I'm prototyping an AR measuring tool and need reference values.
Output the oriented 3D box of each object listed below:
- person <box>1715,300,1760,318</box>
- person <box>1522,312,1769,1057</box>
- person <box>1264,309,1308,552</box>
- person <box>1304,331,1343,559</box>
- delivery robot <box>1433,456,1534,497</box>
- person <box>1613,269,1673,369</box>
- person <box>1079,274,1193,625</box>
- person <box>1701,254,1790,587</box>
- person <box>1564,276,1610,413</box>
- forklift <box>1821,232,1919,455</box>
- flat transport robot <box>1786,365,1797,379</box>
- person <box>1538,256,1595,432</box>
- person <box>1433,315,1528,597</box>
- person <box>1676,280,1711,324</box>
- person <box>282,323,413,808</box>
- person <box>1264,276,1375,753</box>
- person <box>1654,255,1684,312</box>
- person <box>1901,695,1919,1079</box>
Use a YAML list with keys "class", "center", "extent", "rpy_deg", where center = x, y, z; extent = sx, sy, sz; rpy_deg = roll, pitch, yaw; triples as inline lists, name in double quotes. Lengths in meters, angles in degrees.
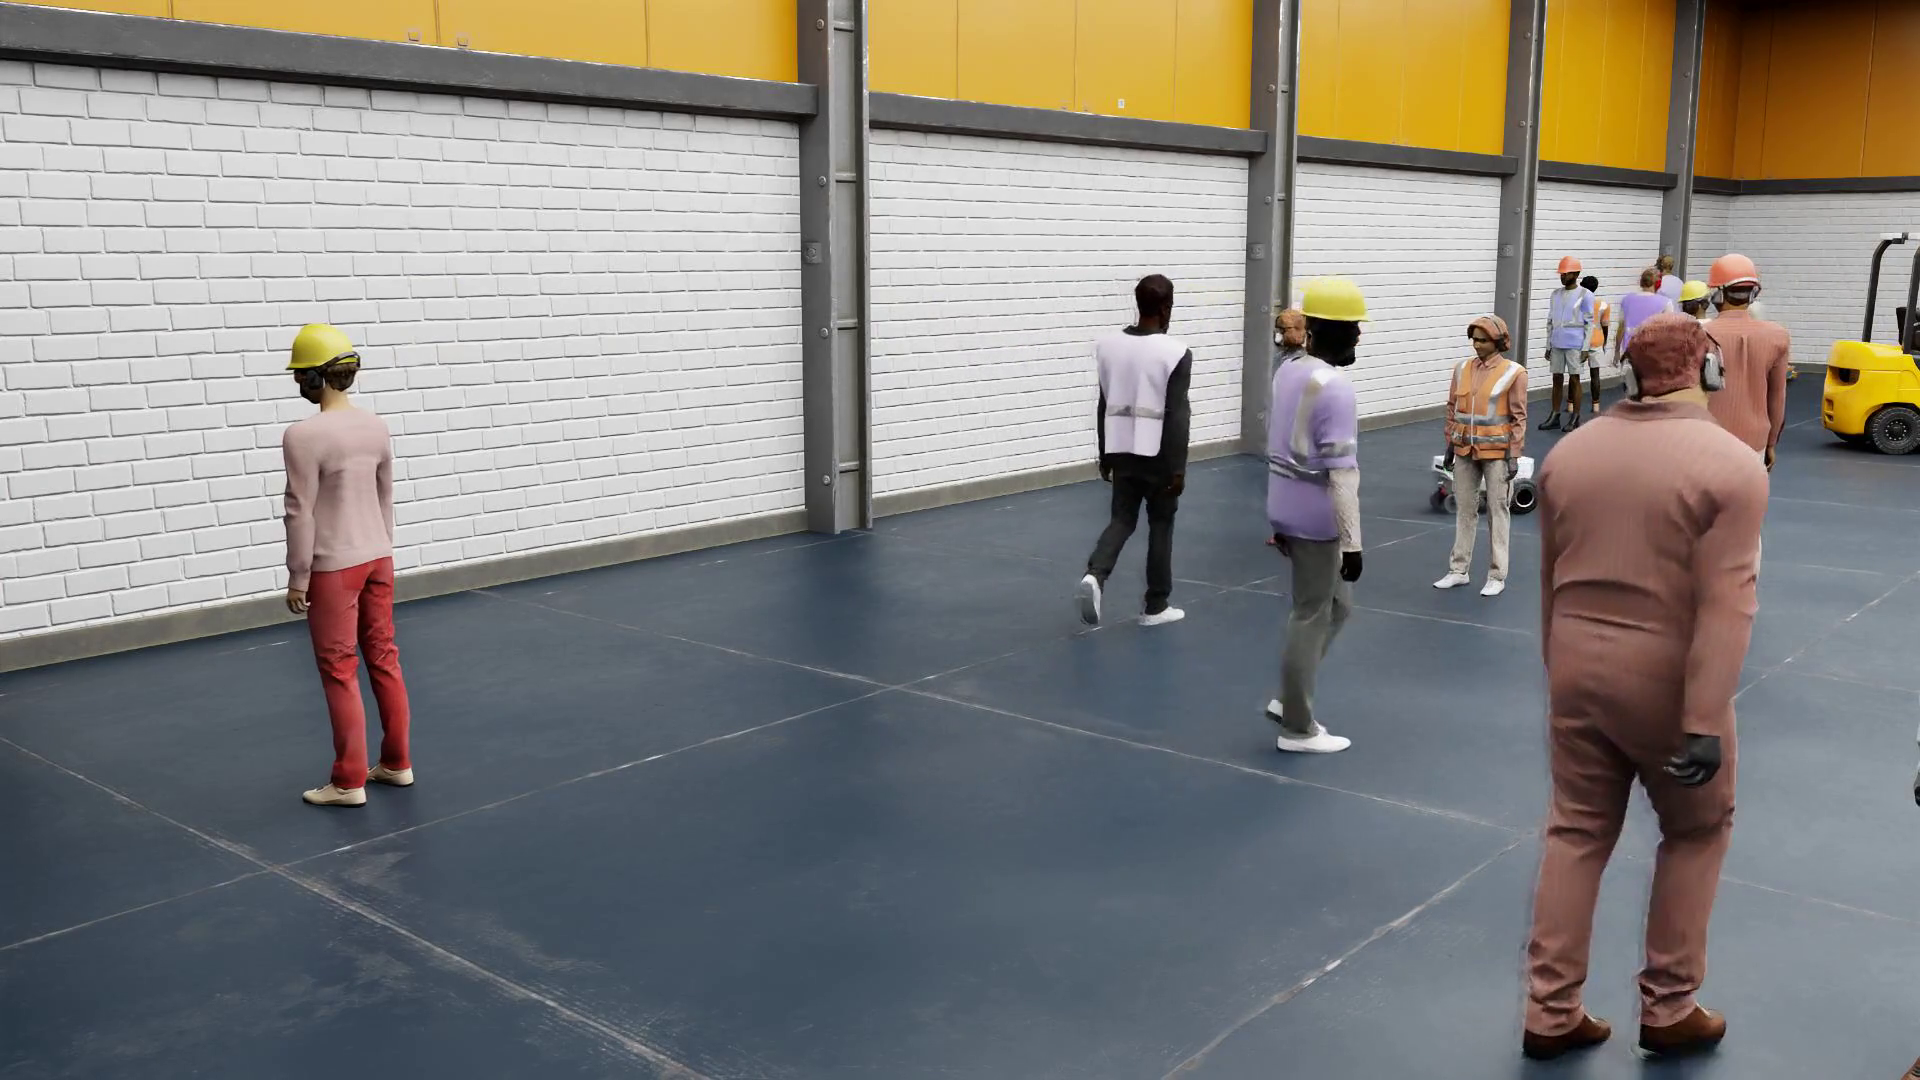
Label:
- class: "person"
  center: [8.213, -1.944, 17.548]
  extent: [0.884, 1.815, 0.526]
  rpy_deg: [-4, 11, -22]
- class: "person"
  center: [1.682, 0.375, 4.165]
  extent: [0.656, 1.867, 0.663]
  rpy_deg: [-7, 12, -34]
- class: "person"
  center: [2.232, -0.734, 11.173]
  extent: [0.294, 1.623, 0.494]
  rpy_deg: [-4, 11, -20]
- class: "person"
  center: [2.208, -0.554, 10.117]
  extent: [0.271, 1.632, 0.503]
  rpy_deg: [2, 10, 10]
- class: "delivery robot"
  center: [4.028, -0.536, 12.818]
  extent: [0.707, 0.478, 0.477]
  rpy_deg: [-1, 10, -7]
- class: "person"
  center: [7.516, -2.048, 18.143]
  extent: [0.959, 1.791, 0.596]
  rpy_deg: [-8, 13, -39]
- class: "person"
  center: [0.936, -0.452, 8.798]
  extent: [0.604, 1.896, 0.697]
  rpy_deg: [8, 13, 39]
- class: "person"
  center: [4.112, -0.530, 8.951]
  extent: [0.611, 1.996, 0.375]
  rpy_deg: [0, 10, -3]
- class: "person"
  center: [7.720, -2.403, 20.505]
  extent: [0.532, 1.687, 0.321]
  rpy_deg: [3, 10, 15]
- class: "forklift"
  center: [9.955, -1.972, 16.595]
  extent: [2.313, 2.155, 1.214]
  rpy_deg: [1, 10, 8]
- class: "flat transport robot"
  center: [12.242, -2.536, 25.278]
  extent: [0.652, 0.197, 1.431]
  rpy_deg: [7, 12, 35]
- class: "person"
  center: [6.712, -2.162, 18.406]
  extent: [0.377, 1.936, 0.549]
  rpy_deg: [-7, 12, -34]
- class: "person"
  center: [3.070, -0.494, 9.761]
  extent: [0.310, 1.640, 0.514]
  rpy_deg: [-8, 13, -39]
- class: "person"
  center: [6.021, -1.247, 13.699]
  extent: [0.316, 1.765, 0.523]
  rpy_deg: [8, 13, 39]
- class: "person"
  center: [-2.266, 0.093, 6.087]
  extent: [0.345, 1.756, 0.518]
  rpy_deg: [3, 10, 18]
- class: "person"
  center: [1.444, -0.080, 6.607]
  extent: [0.438, 1.913, 0.611]
  rpy_deg: [-1, 10, -8]
- class: "person"
  center: [9.120, -2.725, 21.608]
  extent: [0.627, 1.940, 0.371]
  rpy_deg: [-7, 12, -35]
- class: "person"
  center: [2.475, 0.551, 3.826]
  extent: [0.500, 1.633, 0.279]
  rpy_deg: [8, 13, 37]
